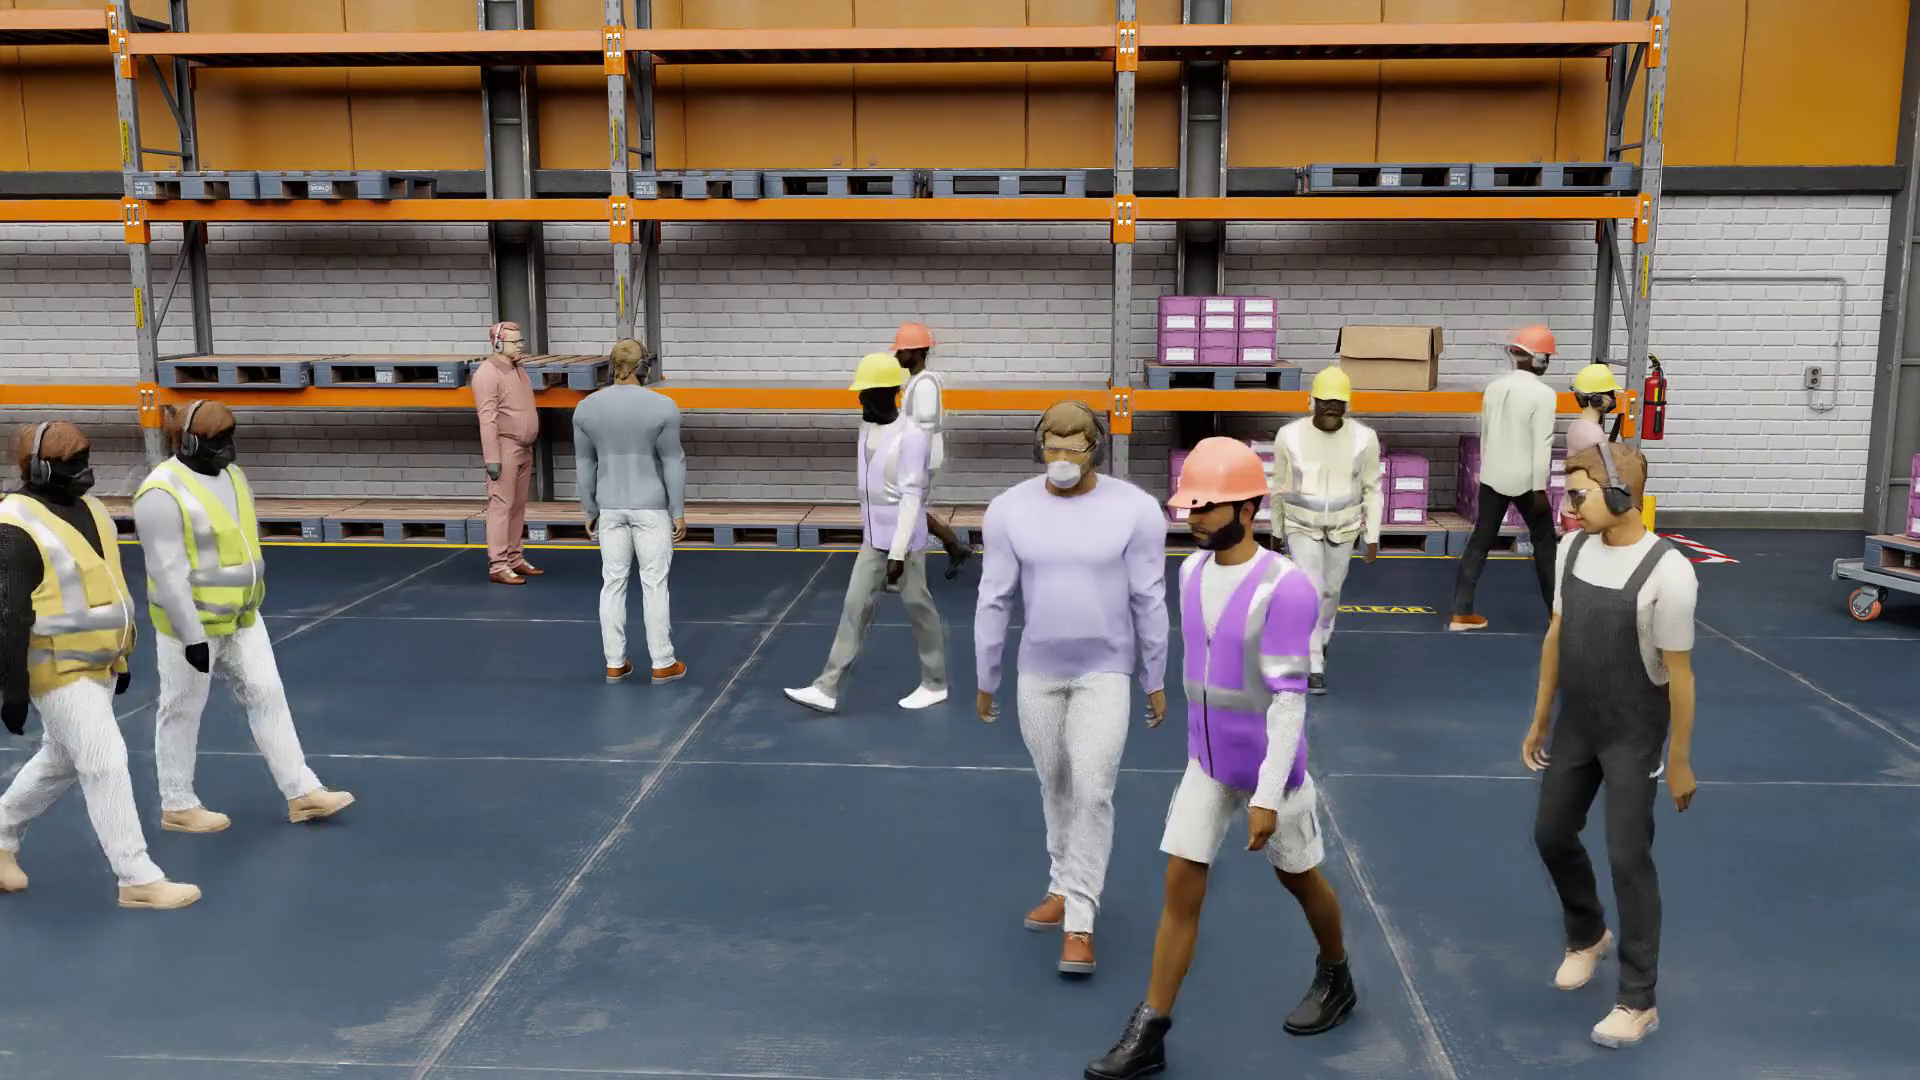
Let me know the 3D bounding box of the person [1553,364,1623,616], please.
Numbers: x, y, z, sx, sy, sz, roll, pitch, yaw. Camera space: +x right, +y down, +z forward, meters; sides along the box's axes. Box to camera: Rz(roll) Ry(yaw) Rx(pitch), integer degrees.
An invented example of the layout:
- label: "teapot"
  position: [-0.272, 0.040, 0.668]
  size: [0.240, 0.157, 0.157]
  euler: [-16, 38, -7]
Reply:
- label: "person"
  position: [3.604, -0.122, 9.552]
  size: [0.302, 1.772, 0.525]
  euler: [1, 10, 6]

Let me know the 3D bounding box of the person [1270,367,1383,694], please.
- label: "person"
  position: [2.048, -0.095, 9.359]
  size: [0.598, 1.785, 0.941]
  euler: [1, 10, 5]

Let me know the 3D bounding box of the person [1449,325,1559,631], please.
- label: "person"
  position: [3.591, -0.387, 10.584]
  size: [1.001, 1.937, 0.645]
  euler: [-5, 11, -26]

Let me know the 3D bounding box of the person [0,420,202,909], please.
- label: "person"
  position: [-3.302, 0.459, 6.057]
  size: [0.910, 1.811, 0.642]
  euler: [0, 10, 0]

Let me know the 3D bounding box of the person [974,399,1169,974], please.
- label: "person"
  position: [0.348, 0.483, 5.621]
  size: [0.658, 1.905, 0.730]
  euler: [3, 10, 18]

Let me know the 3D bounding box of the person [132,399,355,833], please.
- label: "person"
  position: [-2.942, 0.335, 6.773]
  size: [0.876, 1.805, 0.642]
  euler: [2, 10, 11]

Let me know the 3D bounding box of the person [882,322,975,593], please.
- label: "person"
  position: [-0.235, -0.570, 11.718]
  size: [0.574, 1.921, 0.572]
  euler: [-1, 10, -6]

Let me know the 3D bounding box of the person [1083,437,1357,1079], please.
- label: "person"
  position: [0.837, 0.629, 4.881]
  size: [1.048, 1.877, 0.560]
  euler: [-7, 12, -36]

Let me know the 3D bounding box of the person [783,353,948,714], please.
- label: "person"
  position: [-0.439, -0.009, 8.547]
  size: [0.958, 1.876, 0.616]
  euler: [-7, 12, -34]

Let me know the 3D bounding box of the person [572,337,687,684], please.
- label: "person"
  position: [-1.817, -0.153, 9.253]
  size: [0.627, 1.934, 0.371]
  euler: [2, 10, 9]

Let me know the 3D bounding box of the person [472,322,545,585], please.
- label: "person"
  position: [-3.280, -0.638, 12.169]
  size: [0.406, 1.906, 0.654]
  euler: [1, 10, 9]

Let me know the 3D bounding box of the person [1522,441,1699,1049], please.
- label: "person"
  position: [2.039, 0.605, 5.129]
  size: [0.424, 1.827, 0.536]
  euler: [-5, 11, -26]
